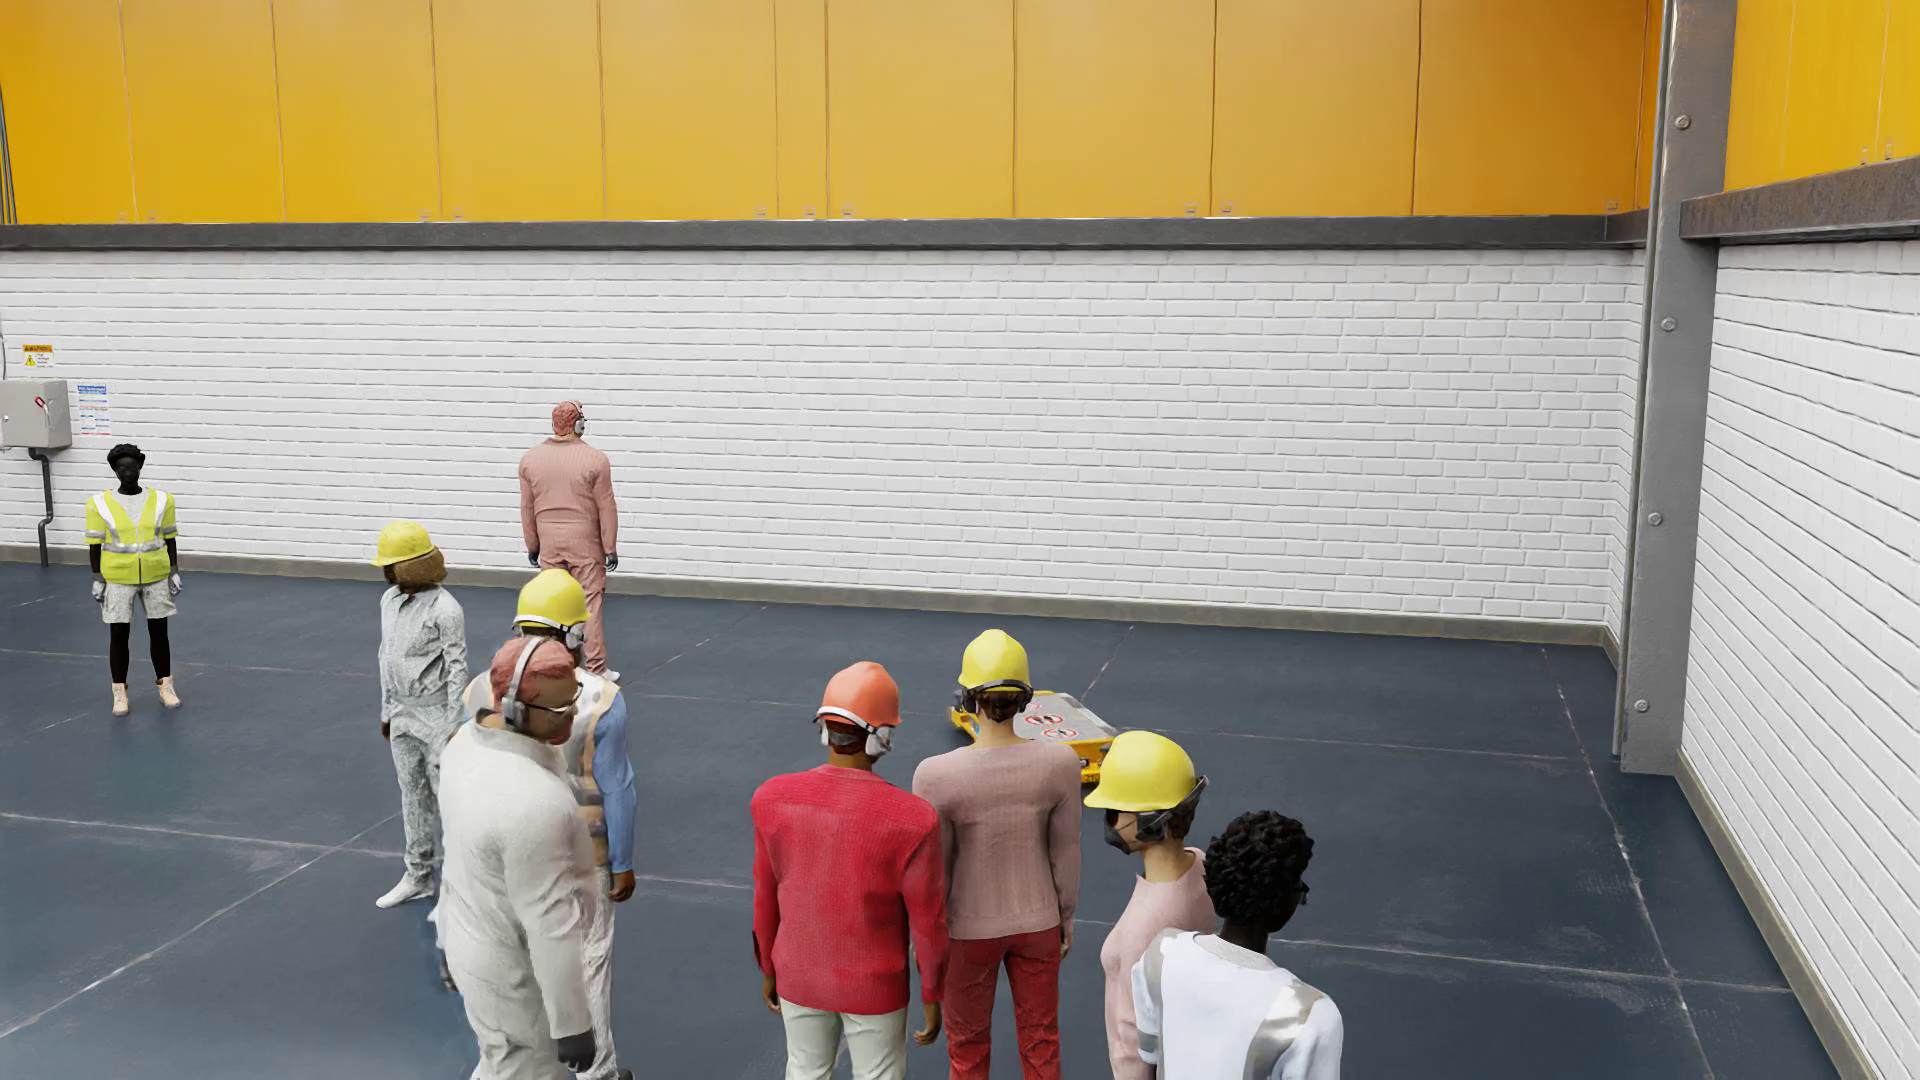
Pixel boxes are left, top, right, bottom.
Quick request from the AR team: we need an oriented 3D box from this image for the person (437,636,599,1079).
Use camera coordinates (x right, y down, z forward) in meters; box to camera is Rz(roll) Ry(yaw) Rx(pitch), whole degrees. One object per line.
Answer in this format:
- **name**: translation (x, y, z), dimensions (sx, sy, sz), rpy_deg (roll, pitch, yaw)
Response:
- **person**: translation (-1.218, 1.161, 4.464), dimensions (0.512, 1.867, 0.715), rpy_deg (-6, 11, -31)

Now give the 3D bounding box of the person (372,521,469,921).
- **person**: translation (-2.321, 0.770, 7.141), dimensions (0.486, 1.735, 0.322), rpy_deg (6, 11, 33)

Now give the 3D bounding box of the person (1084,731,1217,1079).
- **person**: translation (0.450, 1.307, 3.915), dimensions (0.339, 1.761, 0.525), rpy_deg (4, 10, 22)

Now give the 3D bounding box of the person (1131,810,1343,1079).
- **person**: translation (0.585, 1.401, 3.565), dimensions (0.320, 1.686, 0.539), rpy_deg (-9, 13, -43)

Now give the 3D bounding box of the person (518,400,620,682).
- **person**: translation (-2.560, 0.026, 11.015), dimensions (0.651, 1.906, 0.404), rpy_deg (2, 10, 10)

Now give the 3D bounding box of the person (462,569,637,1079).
- **person**: translation (-1.335, 1.004, 5.518), dimensions (0.590, 1.823, 0.404), rpy_deg (3, 10, 16)

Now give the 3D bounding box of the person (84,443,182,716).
- **person**: translation (-5.141, 0.239, 10.377), dimensions (0.540, 1.696, 0.316), rpy_deg (-7, 12, -36)

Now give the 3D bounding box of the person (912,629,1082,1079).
- **person**: translation (0.106, 1.135, 4.899), dimensions (0.523, 1.769, 0.309), rpy_deg (-3, 10, -19)

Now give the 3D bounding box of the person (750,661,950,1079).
- **person**: translation (-0.298, 1.194, 4.632), dimensions (0.578, 1.737, 0.355), rpy_deg (3, 10, 18)

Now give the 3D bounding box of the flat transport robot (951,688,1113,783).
- **flat transport robot**: translation (0.447, 1.098, 9.512), dimensions (0.652, 0.197, 1.431), rpy_deg (-3, 10, -15)
